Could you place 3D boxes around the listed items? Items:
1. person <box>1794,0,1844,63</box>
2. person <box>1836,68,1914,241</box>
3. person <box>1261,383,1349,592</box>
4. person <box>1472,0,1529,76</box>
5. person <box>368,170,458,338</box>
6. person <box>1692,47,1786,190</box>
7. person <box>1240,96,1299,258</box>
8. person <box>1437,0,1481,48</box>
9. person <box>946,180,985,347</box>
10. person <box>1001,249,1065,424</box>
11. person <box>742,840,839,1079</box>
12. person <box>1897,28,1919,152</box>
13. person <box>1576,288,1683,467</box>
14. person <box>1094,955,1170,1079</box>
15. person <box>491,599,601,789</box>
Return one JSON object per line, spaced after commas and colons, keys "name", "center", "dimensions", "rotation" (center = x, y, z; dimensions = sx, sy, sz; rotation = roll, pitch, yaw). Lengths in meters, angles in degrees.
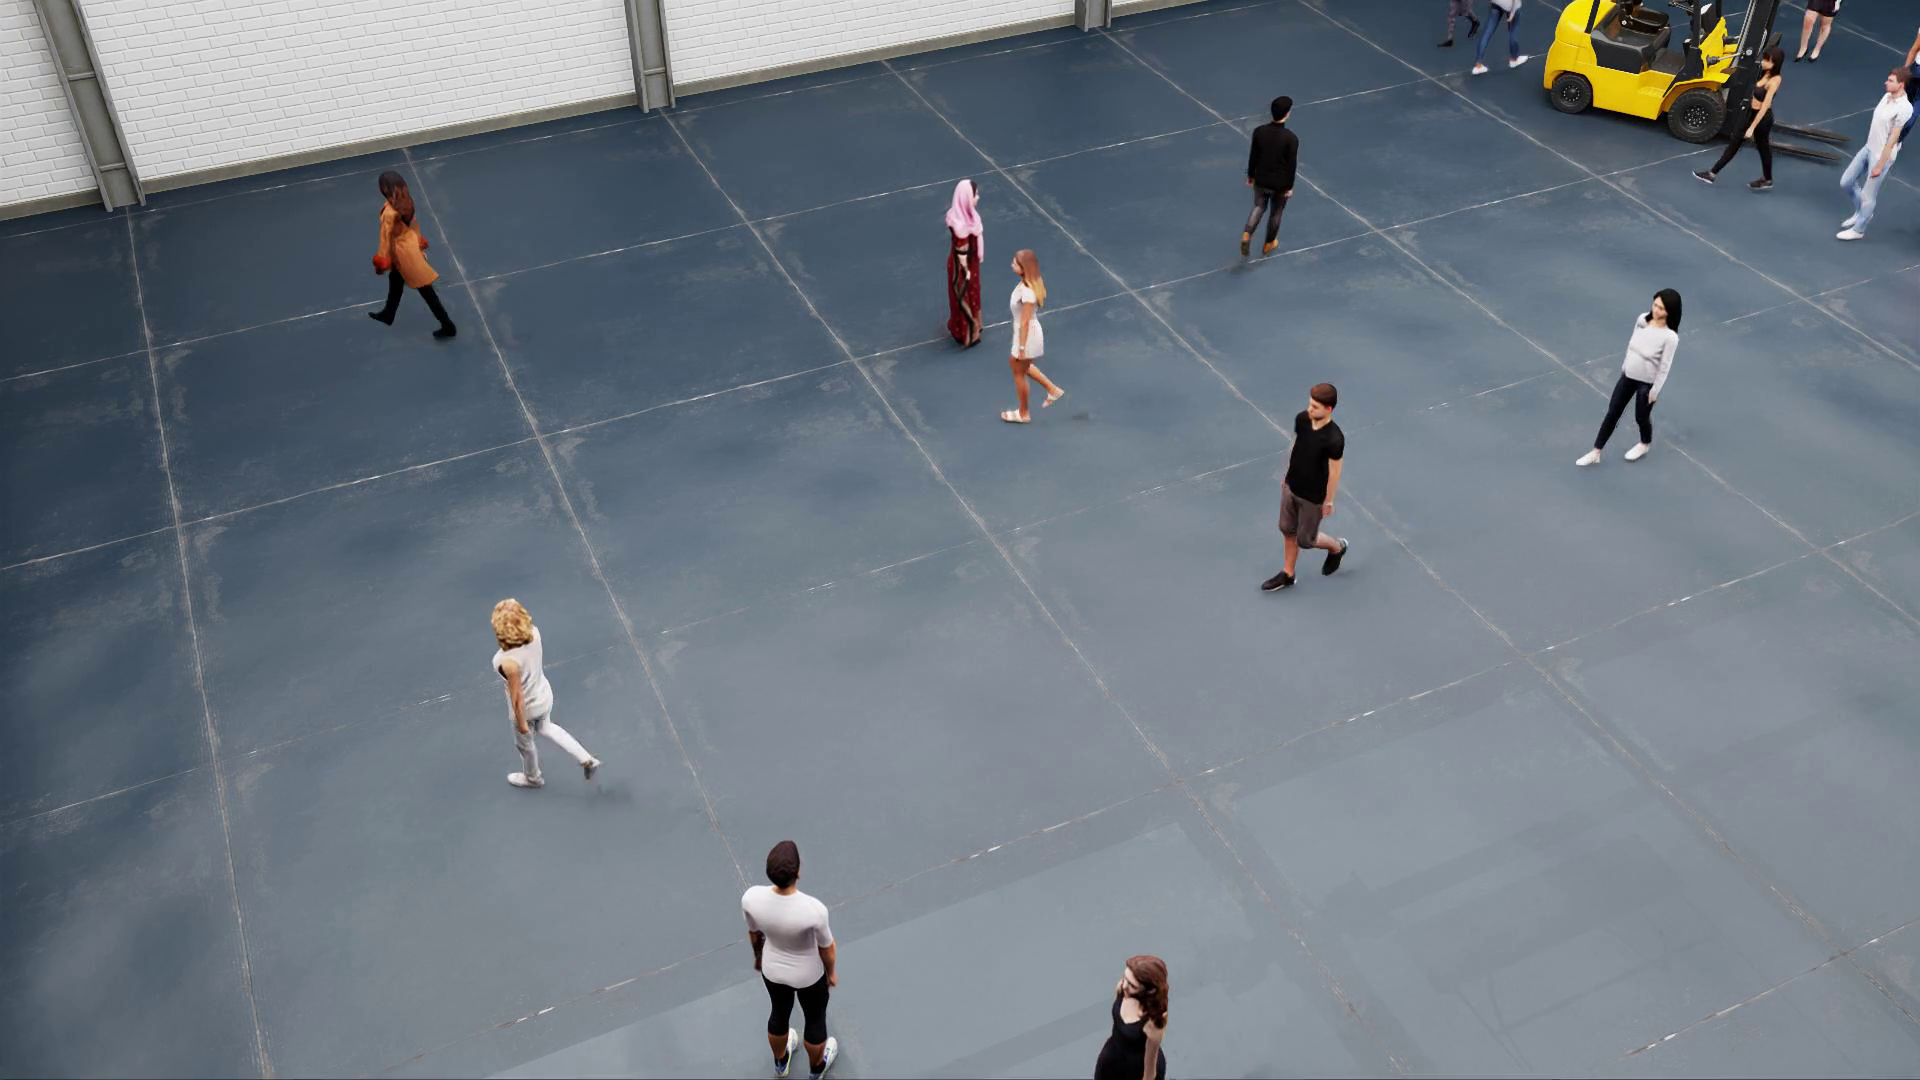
{"name": "person", "center": [10.840, -6.747, 20.687], "dimensions": [0.741, 1.632, 0.667], "rotation": [-32, 48, -33]}
{"name": "person", "center": [9.462, -3.925, 16.988], "dimensions": [0.793, 1.838, 0.769], "rotation": [-4, 39, -5]}
{"name": "person", "center": [2.698, -0.401, 12.570], "dimensions": [0.947, 1.846, 0.684], "rotation": [-18, 42, -21]}
{"name": "person", "center": [6.584, -6.499, 20.322], "dimensions": [1.064, 1.700, 0.716], "rotation": [-23, 44, -26]}
{"name": "person", "center": [-5.043, -2.600, 15.454], "dimensions": [1.231, 1.683, 1.032], "rotation": [2, 39, 3]}
{"name": "person", "center": [8.673, -4.484, 17.883], "dimensions": [1.163, 1.594, 0.923], "rotation": [3, 39, 3]}
{"name": "person", "center": [3.104, -3.608, 16.696], "dimensions": [0.898, 1.707, 1.012], "rotation": [23, 44, 26]}
{"name": "person", "center": [6.438, -7.121, 21.050], "dimensions": [0.850, 1.763, 0.653], "rotation": [-22, 44, -26]}
{"name": "person", "center": [0.032, -2.590, 15.478], "dimensions": [0.805, 1.636, 0.774], "rotation": [7, 39, 9]}
{"name": "person", "center": [0.662, -1.743, 14.380], "dimensions": [0.884, 1.683, 0.775], "rotation": [2, 39, 3]}
{"name": "person", "center": [-0.914, 2.344, 9.130], "dimensions": [0.724, 1.849, 0.791], "rotation": [12, 40, 14]}
{"name": "person", "center": [10.764, -5.155, 18.600], "dimensions": [0.878, 1.749, 1.058], "rotation": [27, 46, 29]}
{"name": "person", "center": [5.761, -1.348, 13.893], "dimensions": [0.928, 1.675, 0.641], "rotation": [-17, 42, -20]}
{"name": "person", "center": [1.015, 2.737, 8.762], "dimensions": [1.139, 1.694, 0.673], "rotation": [-20, 43, -23]}
{"name": "person", "center": [-2.753, 1.050, 10.904], "dimensions": [1.006, 1.657, 0.913], "rotation": [8, 39, 10]}
